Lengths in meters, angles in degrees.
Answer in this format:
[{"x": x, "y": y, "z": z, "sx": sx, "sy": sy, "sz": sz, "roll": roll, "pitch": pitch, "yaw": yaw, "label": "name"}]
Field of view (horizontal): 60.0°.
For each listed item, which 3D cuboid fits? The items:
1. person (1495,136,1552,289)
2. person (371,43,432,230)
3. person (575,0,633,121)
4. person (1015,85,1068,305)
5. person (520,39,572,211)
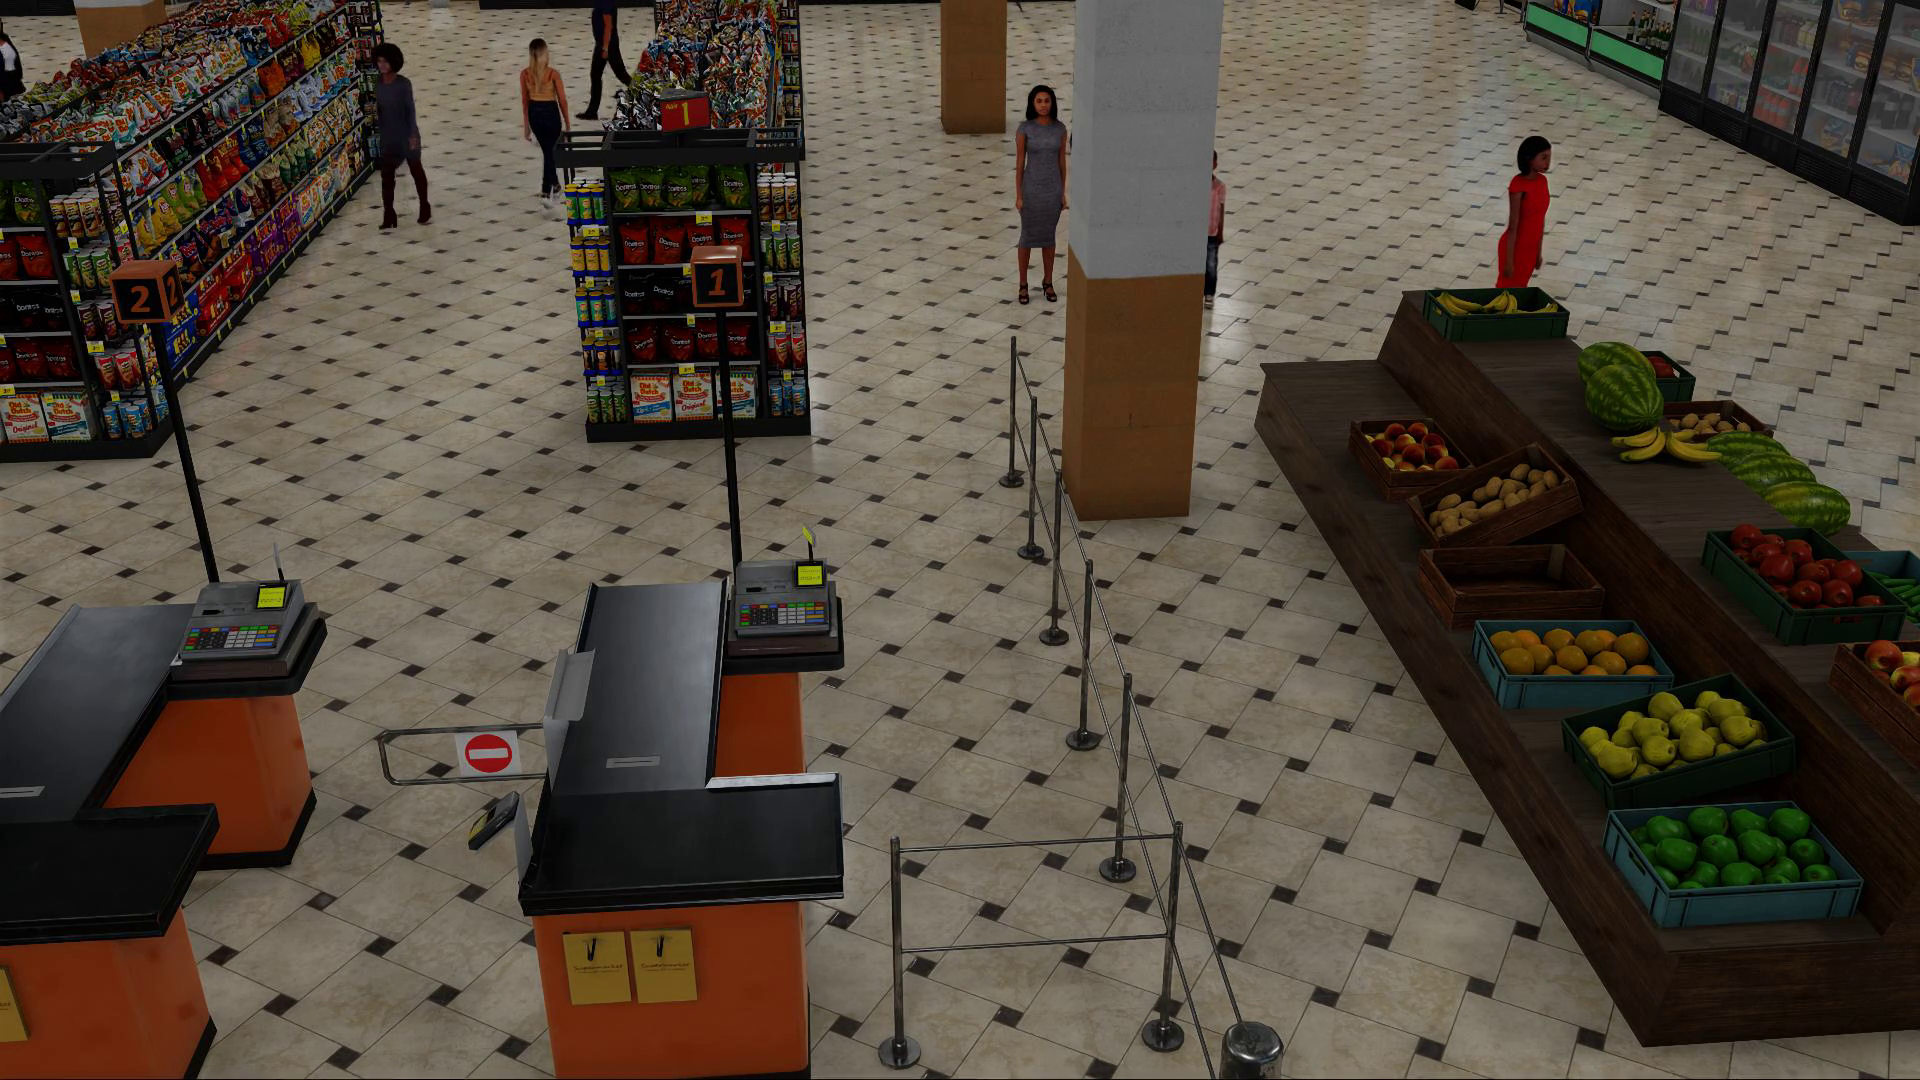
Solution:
[{"x": 4.116, "y": -2.110, "z": 12.270, "sx": 0.635, "sy": 1.742, "sz": 0.678, "roll": -24, "pitch": 35, "yaw": -38, "label": "person"}, {"x": -5.237, "y": -3.819, "z": 15.697, "sx": 0.770, "sy": 1.690, "sz": 0.946, "roll": 6, "pitch": 27, "yaw": 11, "label": "person"}, {"x": -4.044, "y": -5.799, "z": 19.533, "sx": 0.980, "sy": 1.752, "sz": 1.166, "roll": -11, "pitch": 29, "yaw": -21, "label": "person"}, {"x": 0.656, "y": -2.825, "z": 13.636, "sx": 0.606, "sy": 1.781, "sz": 0.548, "roll": -6, "pitch": 27, "yaw": -11, "label": "person"}, {"x": -4.039, "y": -3.998, "z": 16.160, "sx": 0.725, "sy": 1.591, "sz": 1.172, "roll": 2, "pitch": 27, "yaw": 5, "label": "person"}]
